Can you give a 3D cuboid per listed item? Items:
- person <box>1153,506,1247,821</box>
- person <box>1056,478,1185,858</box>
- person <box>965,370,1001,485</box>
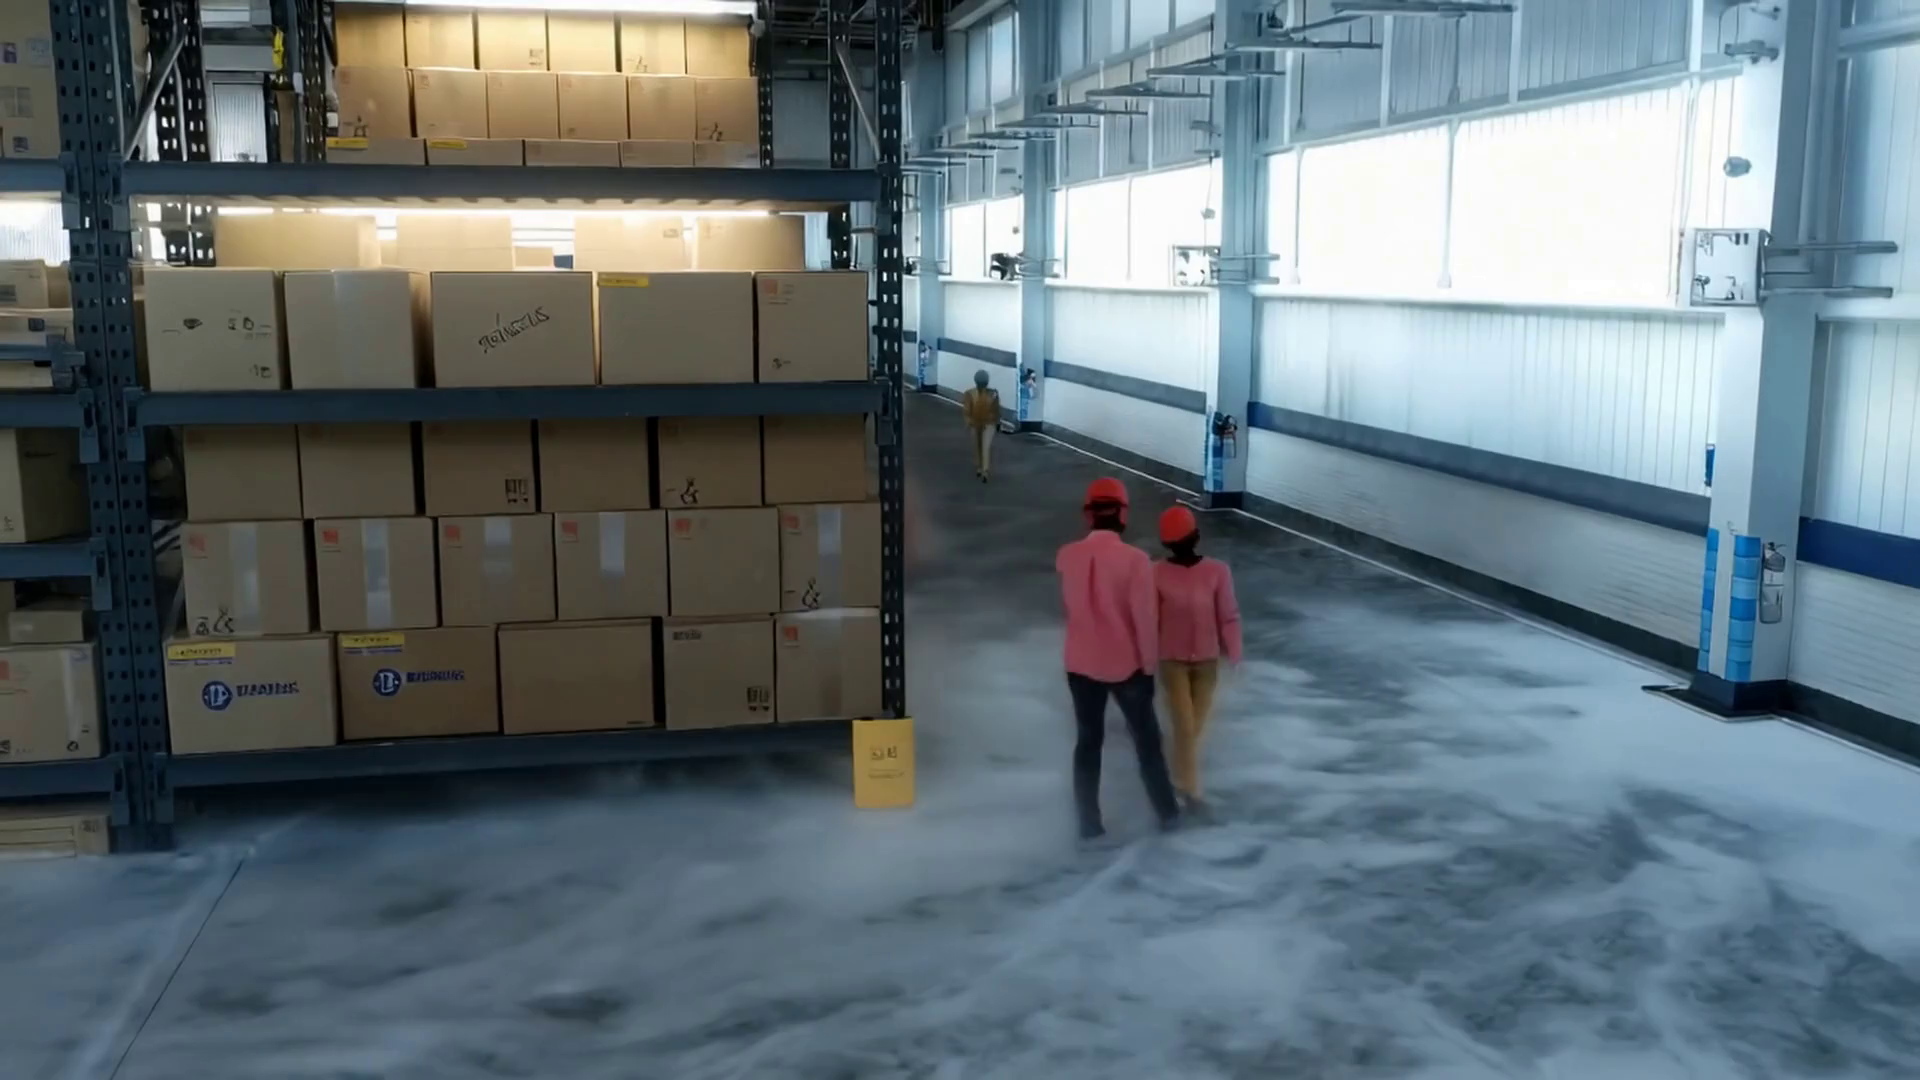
[{"bbox_3d":[1.277,0.662,9.283,0.574,1.732,0.574,-2,9,-10],"label":"person"},{"bbox_3d":[0.819,0.645,8.774,0.650,1.922,0.902,6,11,34],"label":"person"},{"bbox_3d":[0.327,-1.617,23.572,0.497,1.593,0.875,1,9,8],"label":"person"}]
